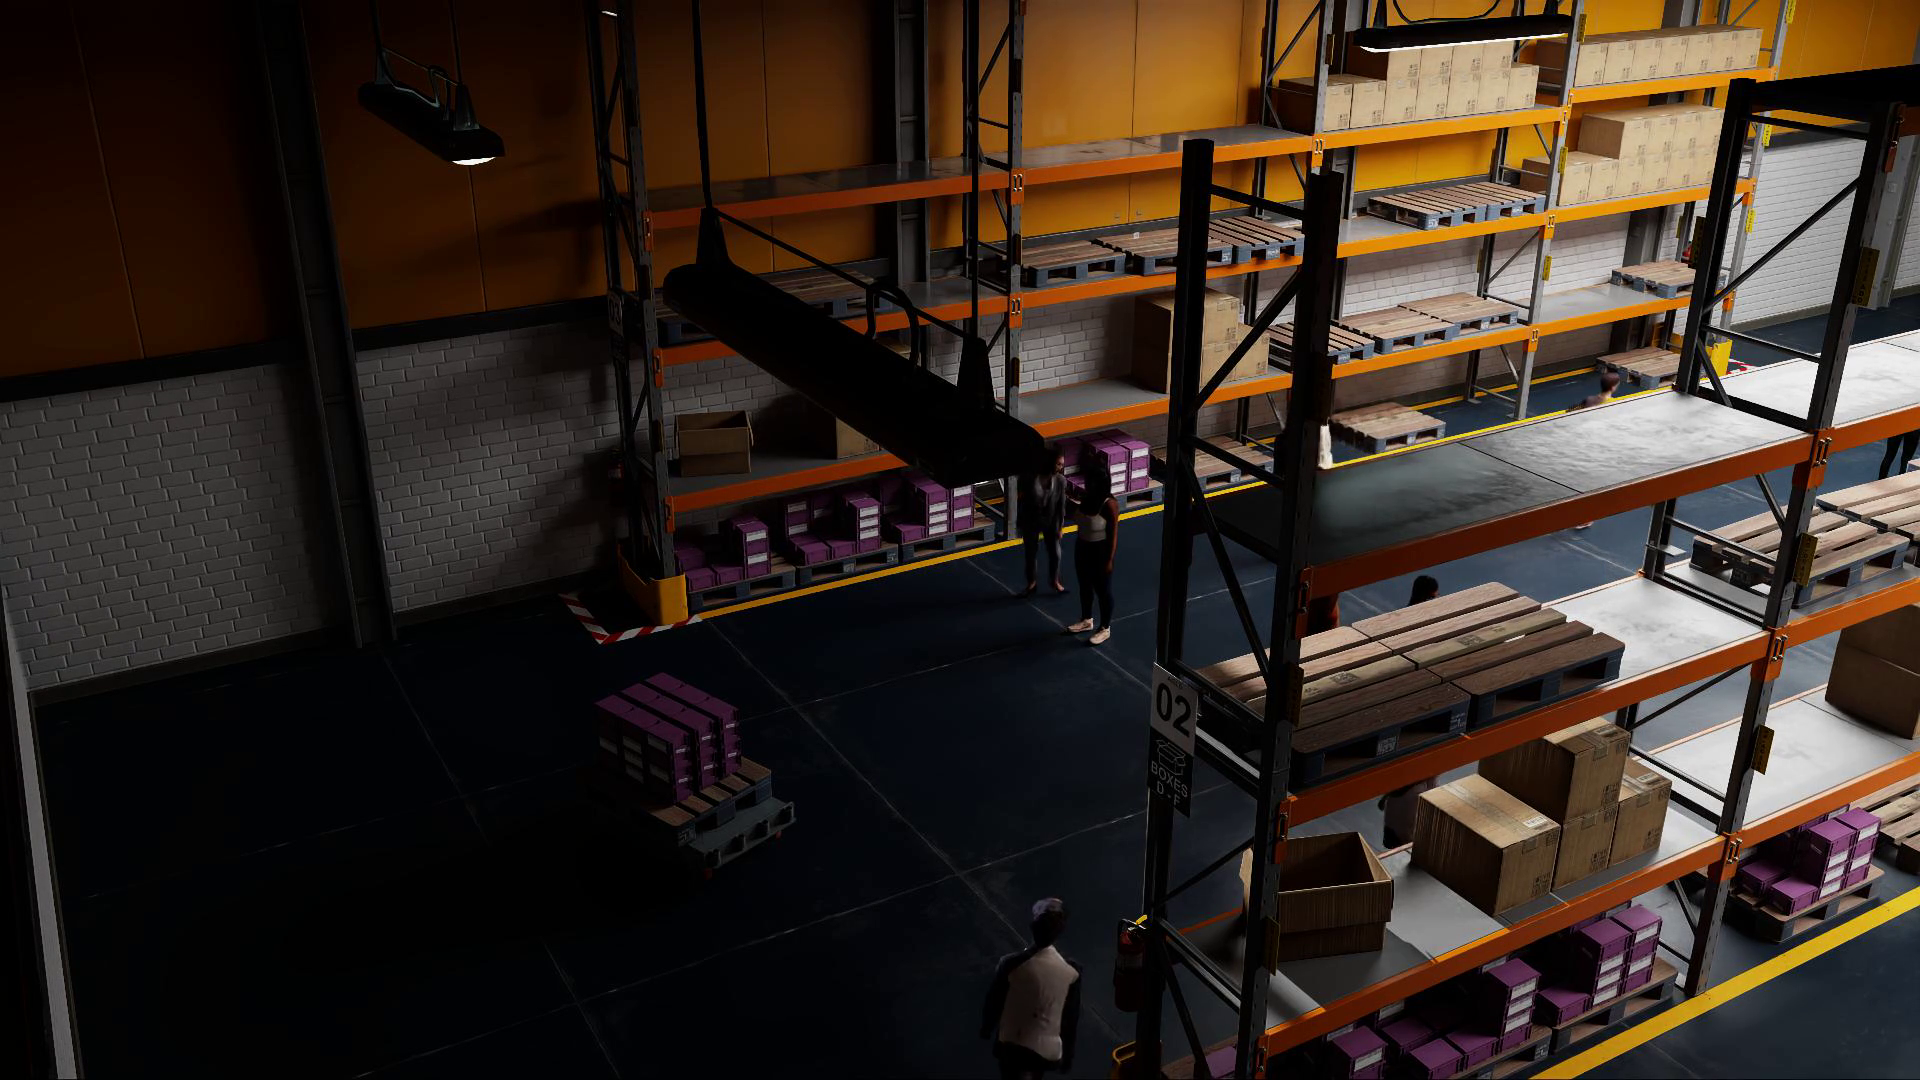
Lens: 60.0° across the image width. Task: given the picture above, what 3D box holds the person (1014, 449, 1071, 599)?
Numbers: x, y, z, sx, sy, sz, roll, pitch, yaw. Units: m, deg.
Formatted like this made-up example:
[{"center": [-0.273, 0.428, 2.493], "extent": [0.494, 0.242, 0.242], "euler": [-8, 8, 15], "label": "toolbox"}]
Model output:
[{"center": [0.771, -0.167, 16.862], "extent": [0.788, 1.649, 0.869], "euler": [11, 26, 23], "label": "person"}]

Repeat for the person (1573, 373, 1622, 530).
[{"center": [6.989, -0.949, 18.417], "extent": [0.805, 1.837, 0.722], "euler": [-21, 31, -39], "label": "person"}]

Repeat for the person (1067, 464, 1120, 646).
[{"center": [1.316, 0.116, 16.018], "extent": [0.610, 1.808, 0.646], "euler": [-16, 28, -32], "label": "person"}]

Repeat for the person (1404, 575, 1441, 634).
[{"center": [3.717, 1.088, 14.009], "extent": [1.141, 1.636, 0.902], "euler": [-1, 24, -2], "label": "person"}]

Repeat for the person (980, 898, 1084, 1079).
[{"center": [0.420, 2.974, 9.444], "extent": [1.254, 1.837, 0.970], "euler": [-6, 24, -14], "label": "person"}]

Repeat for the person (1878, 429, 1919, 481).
[{"center": [11.016, -1.299, 19.383], "extent": [0.519, 1.706, 0.618], "euler": [-15, 28, -31], "label": "person"}]
